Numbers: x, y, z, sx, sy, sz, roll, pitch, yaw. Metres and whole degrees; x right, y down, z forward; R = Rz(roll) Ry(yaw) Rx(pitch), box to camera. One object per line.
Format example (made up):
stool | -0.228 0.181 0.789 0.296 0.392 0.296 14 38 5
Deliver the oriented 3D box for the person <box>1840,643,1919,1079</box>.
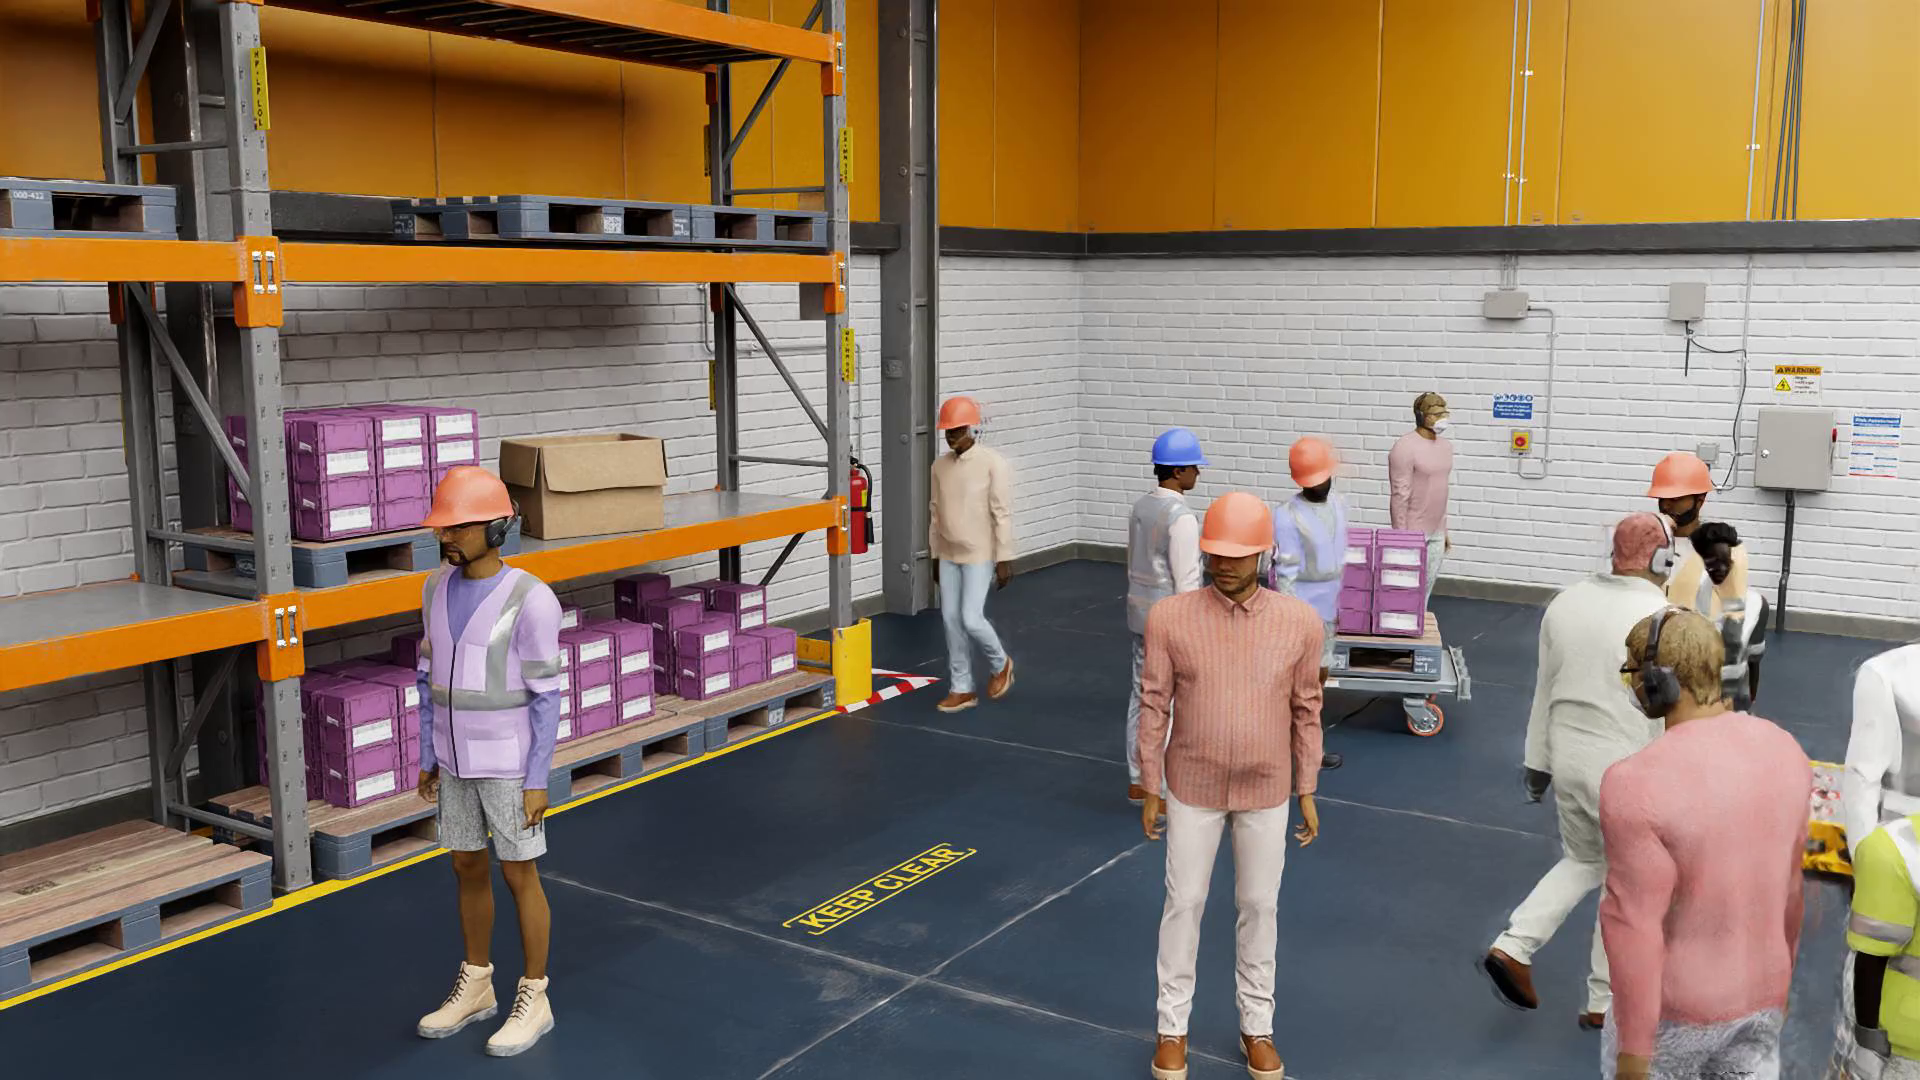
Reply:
person | 2.990 0.967 5.032 0.597 1.838 0.919 0 9 -1

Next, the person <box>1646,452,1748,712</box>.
person | 3.126 0.577 7.305 0.373 1.934 0.552 -8 12 -42

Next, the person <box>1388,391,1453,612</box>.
person | 3.139 -0.044 11.331 0.628 1.939 0.375 -8 12 -42

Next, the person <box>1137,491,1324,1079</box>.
person | 0.898 0.823 5.527 0.614 1.990 0.392 0 9 2

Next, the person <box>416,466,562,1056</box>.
person | -1.655 0.759 5.774 0.608 2.044 0.370 5 10 28

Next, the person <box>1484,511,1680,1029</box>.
person | 2.241 0.831 5.881 0.586 1.878 0.651 -4 10 -23

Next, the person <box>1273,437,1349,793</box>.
person | 1.902 0.381 8.783 0.734 1.892 0.395 -8 12 -44

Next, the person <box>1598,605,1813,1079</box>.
person | 1.826 1.116 3.931 0.650 1.906 0.828 -4 9 -22

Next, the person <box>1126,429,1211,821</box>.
person | 1.036 0.416 8.313 0.406 1.948 0.605 -3 9 -18

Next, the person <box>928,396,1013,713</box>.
person | 0.050 0.092 10.322 0.629 1.973 0.490 7 11 39

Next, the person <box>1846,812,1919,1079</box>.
person | 2.379 1.207 3.987 0.542 1.695 0.316 -1 9 -6
